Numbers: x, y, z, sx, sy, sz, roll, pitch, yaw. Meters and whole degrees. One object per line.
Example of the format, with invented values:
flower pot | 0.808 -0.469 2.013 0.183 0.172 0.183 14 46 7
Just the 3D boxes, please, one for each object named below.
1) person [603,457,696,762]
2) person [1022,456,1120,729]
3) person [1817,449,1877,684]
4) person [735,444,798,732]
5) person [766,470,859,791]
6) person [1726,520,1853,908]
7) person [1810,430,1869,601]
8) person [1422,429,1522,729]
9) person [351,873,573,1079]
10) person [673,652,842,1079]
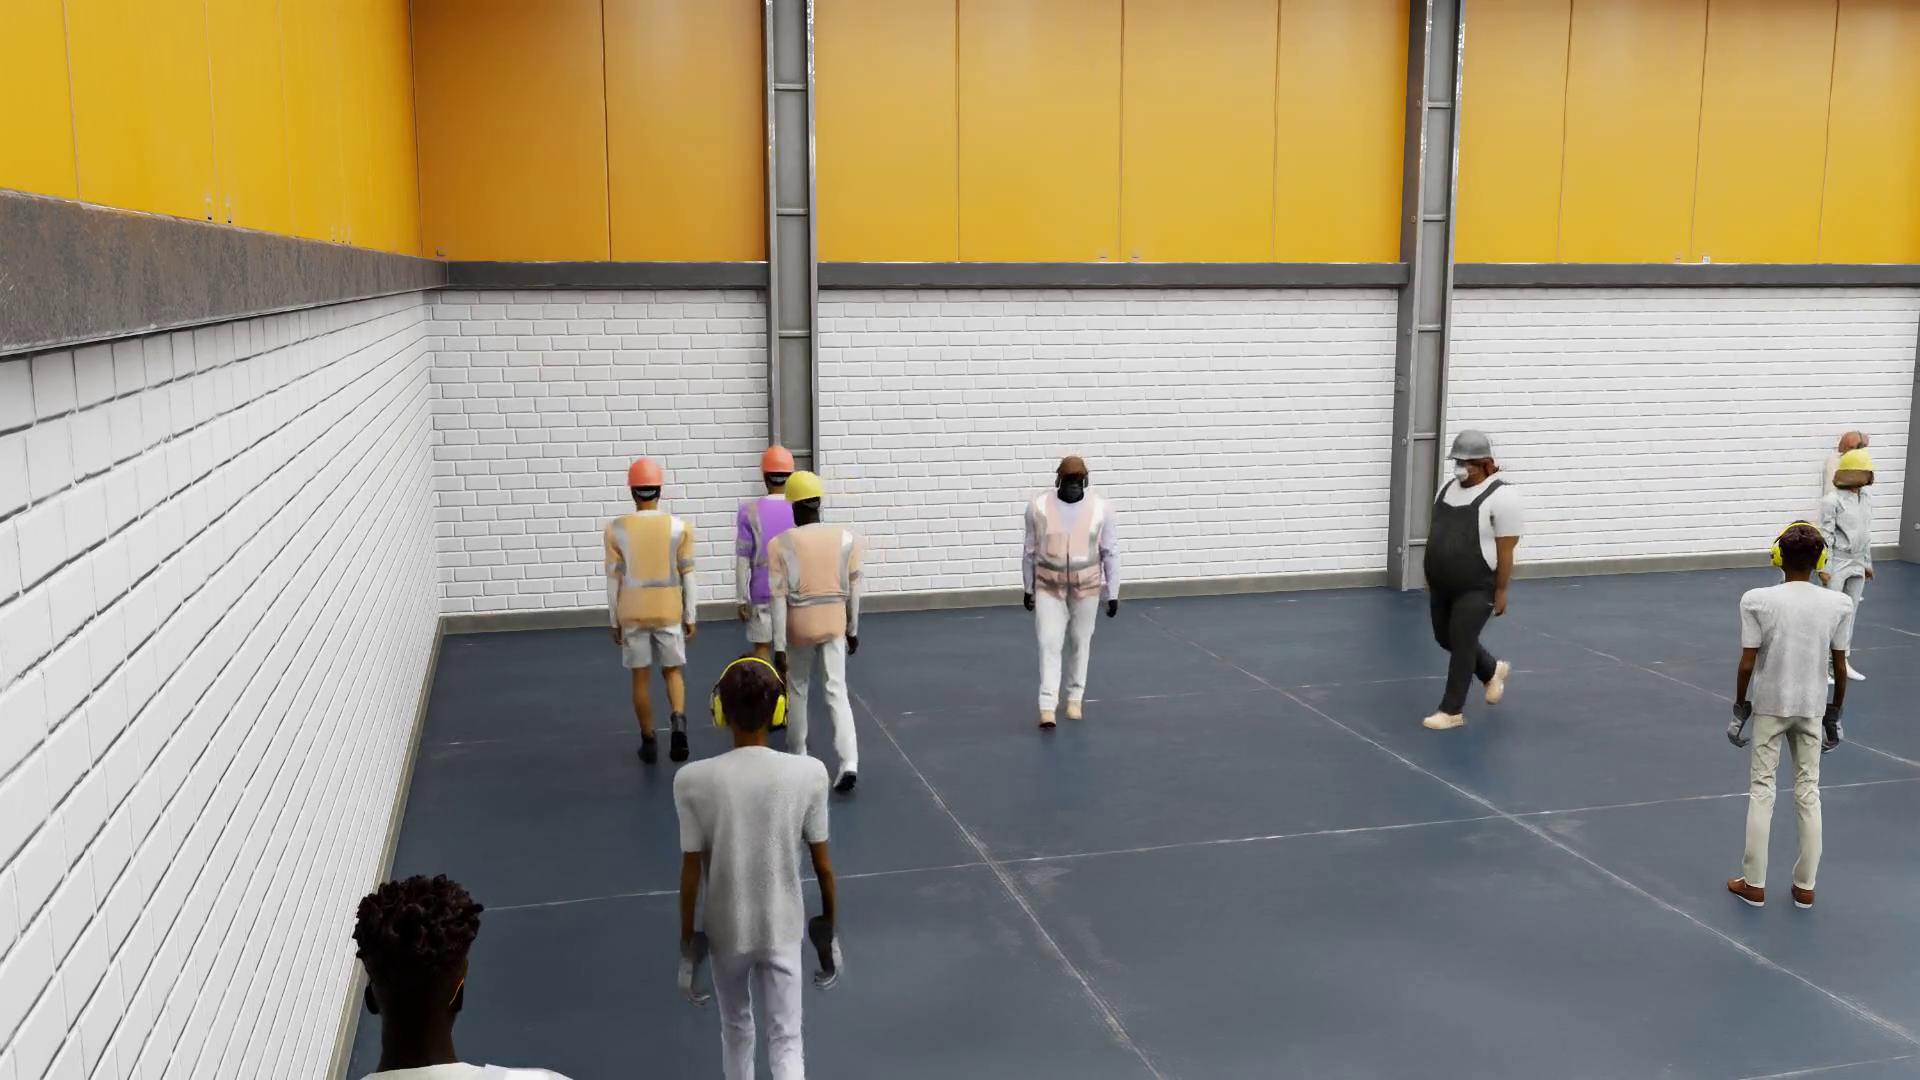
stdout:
person | -1.880 0.462 10.153 0.545 1.916 0.609 -2 9 -15
person | 0.738 0.357 11.089 0.656 1.811 0.777 0 9 3
person | 6.583 0.199 12.333 0.511 1.745 0.323 -4 10 -25
person | -1.185 0.338 10.893 0.548 1.918 0.661 -2 9 -11
person | -0.844 0.533 9.851 0.589 1.881 0.974 -4 10 -22
person | 3.953 0.833 7.958 0.514 1.872 0.328 2 9 10
person | 8.018 -0.205 15.238 0.704 1.607 0.511 -4 10 -25
person | 3.459 0.225 11.214 0.833 2.000 0.692 -5 10 -28
person | -0.958 1.570 3.055 0.613 1.963 0.362 -3 10 -17
person | -0.636 1.280 5.289 0.521 1.838 0.849 -1 9 -9
